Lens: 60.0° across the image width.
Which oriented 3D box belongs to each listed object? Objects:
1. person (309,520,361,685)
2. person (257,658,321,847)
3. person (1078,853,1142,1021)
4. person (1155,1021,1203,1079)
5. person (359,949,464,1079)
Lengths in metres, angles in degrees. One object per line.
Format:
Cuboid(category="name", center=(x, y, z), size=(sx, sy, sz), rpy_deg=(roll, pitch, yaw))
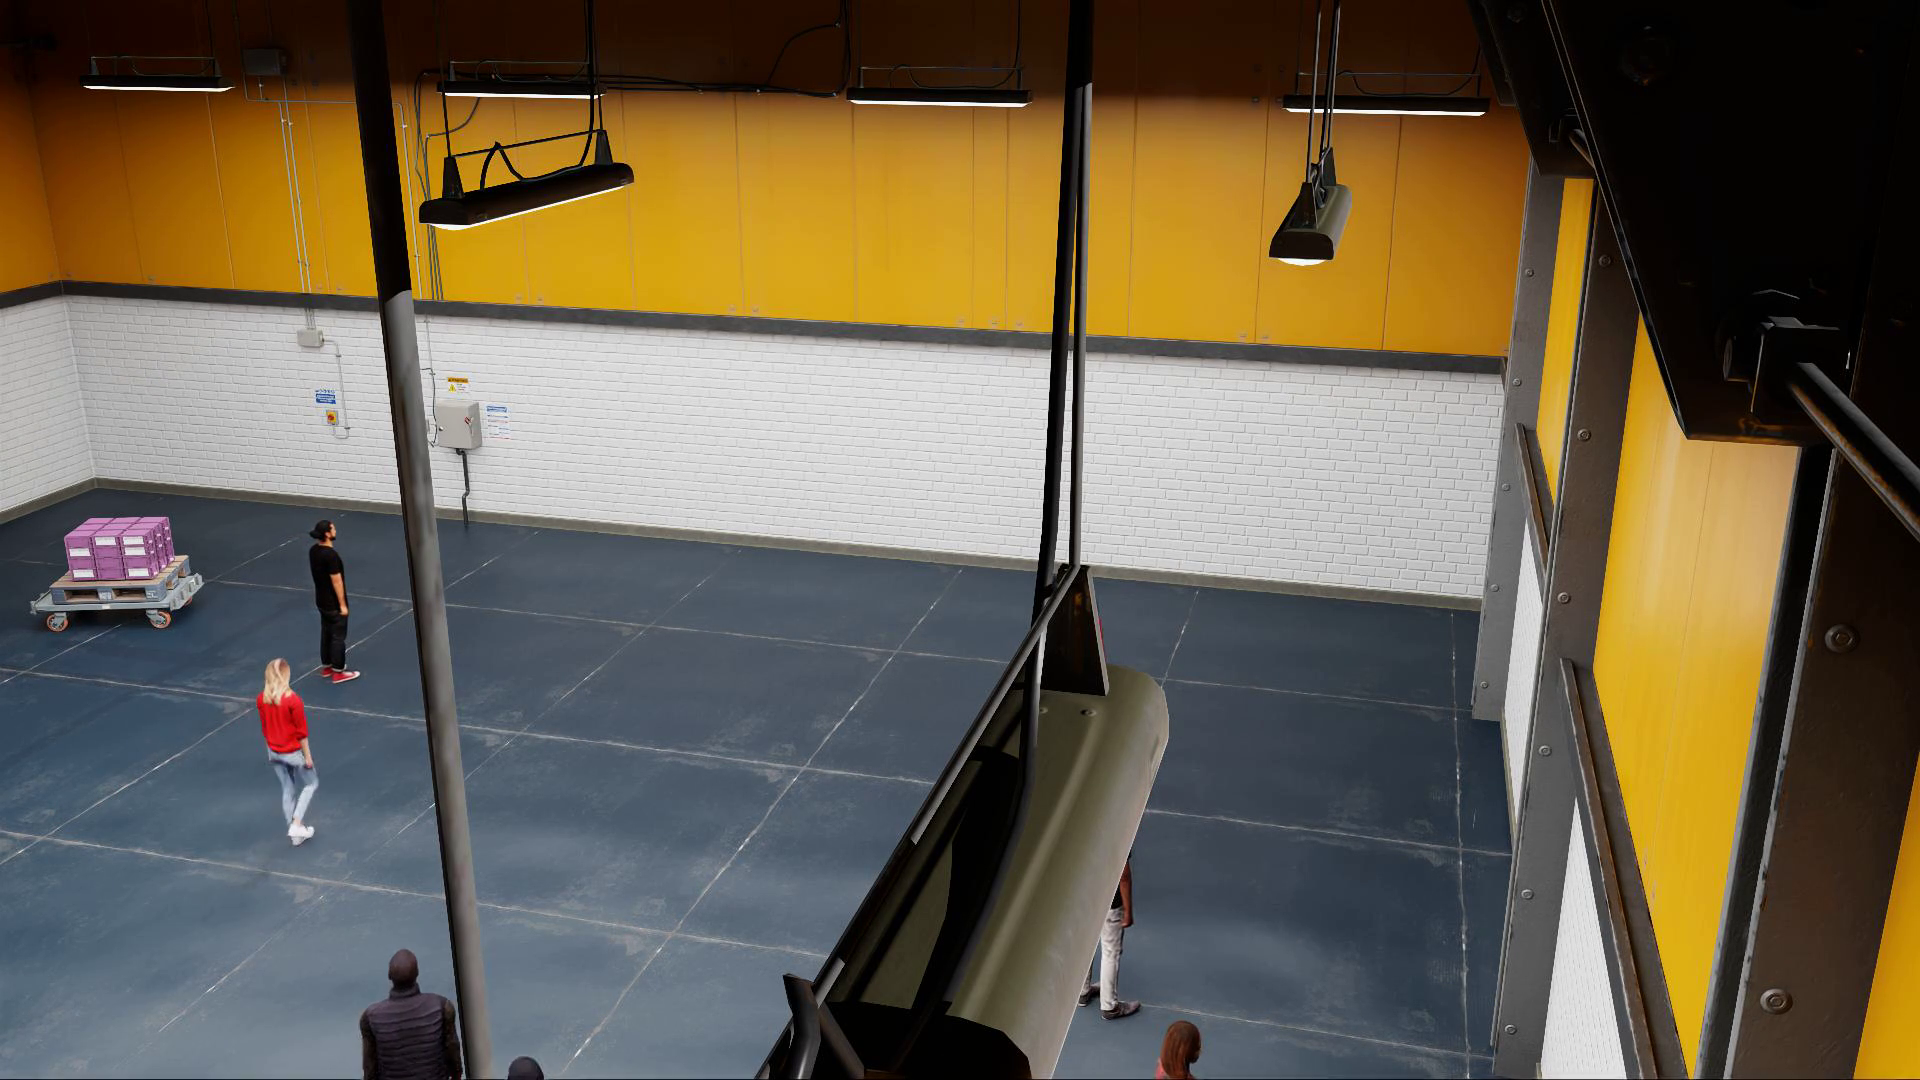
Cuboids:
Cuboid(category="person", center=(-6.652, 0.640, 17.582), size=(0.697, 1.754, 0.683), rpy_deg=(16, 24, 39))
Cuboid(category="person", center=(-5.742, 1.840, 14.102), size=(0.617, 1.700, 0.564), rpy_deg=(5, 19, 15))
Cuboid(category="person", center=(1.011, 2.546, 11.840), size=(0.785, 1.805, 0.757), rpy_deg=(-15, 24, -38))
Cuboid(category="person", center=(1.191, 3.451, 9.318), size=(0.759, 1.700, 0.657), rpy_deg=(-5, 19, -16))
Cuboid(category="person", center=(-3.192, 3.254, 9.709), size=(0.920, 1.823, 0.986), rpy_deg=(-6, 20, -18))
